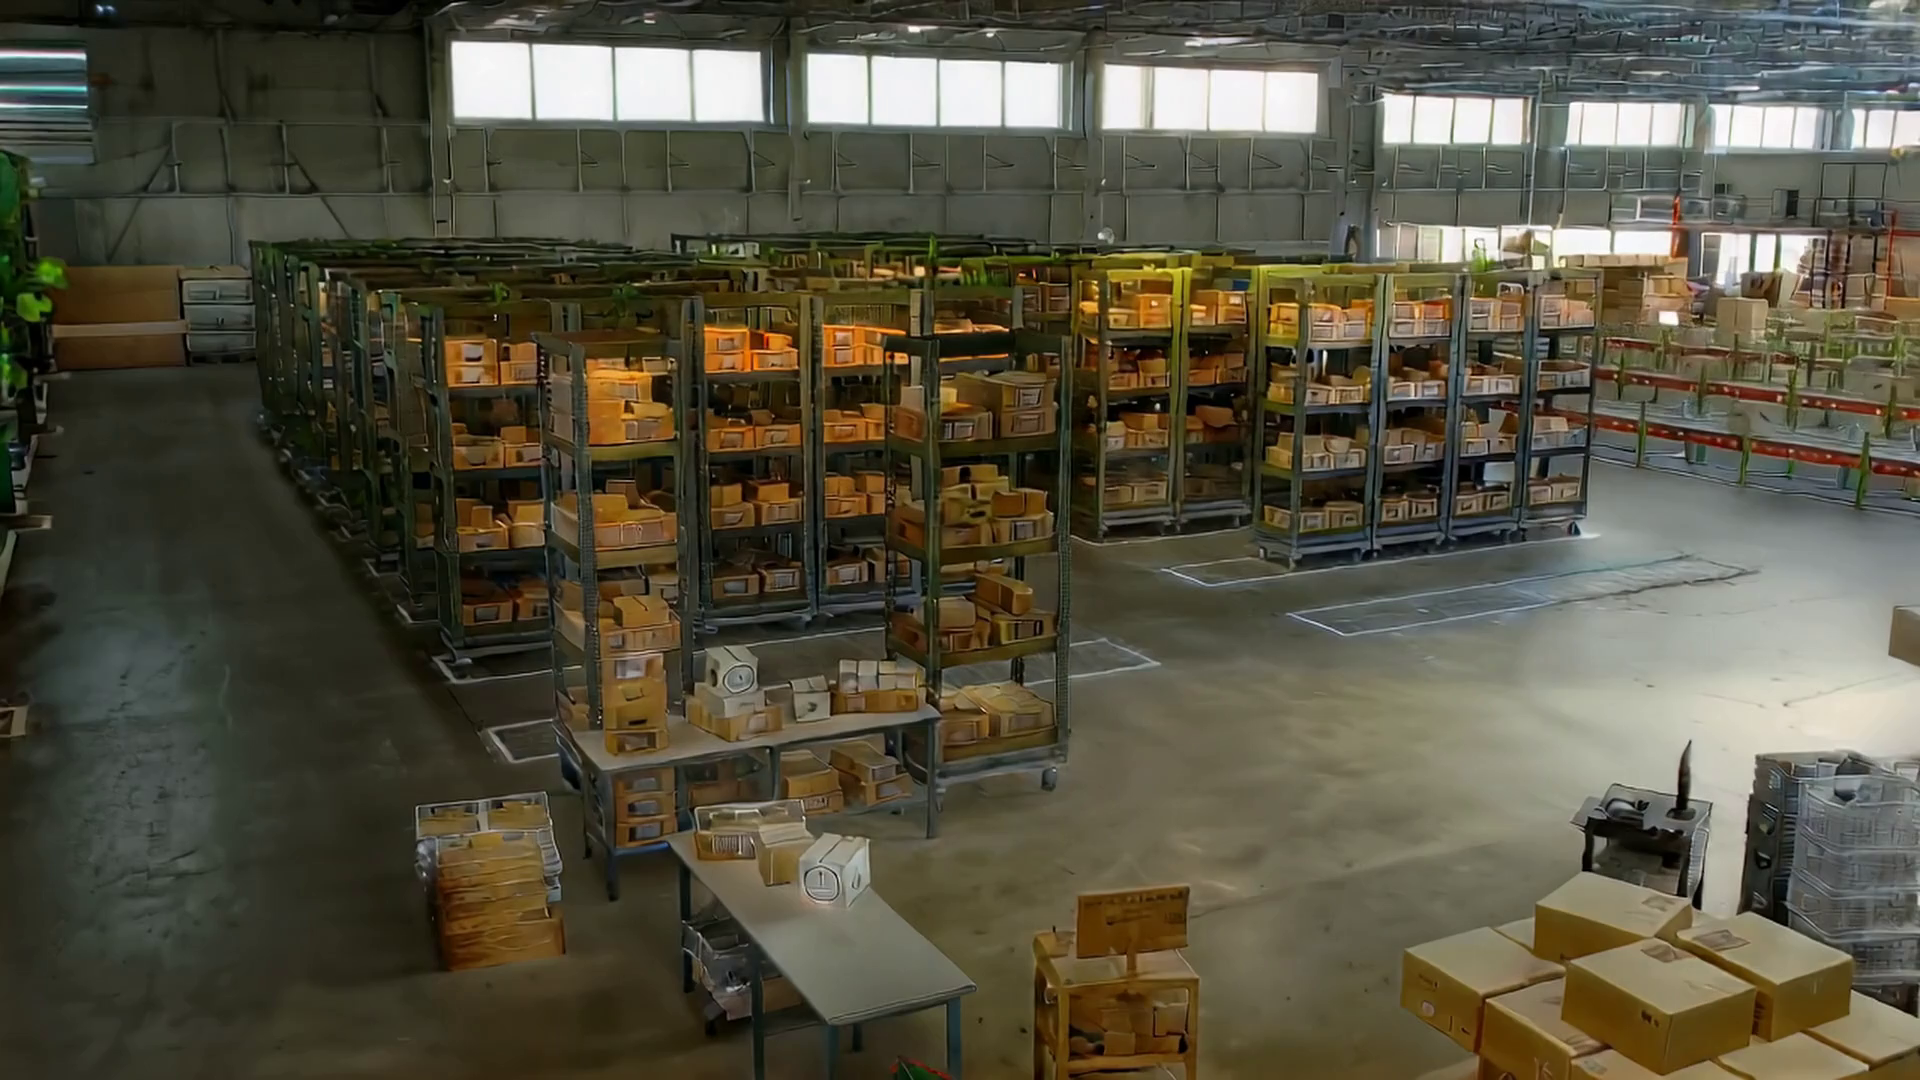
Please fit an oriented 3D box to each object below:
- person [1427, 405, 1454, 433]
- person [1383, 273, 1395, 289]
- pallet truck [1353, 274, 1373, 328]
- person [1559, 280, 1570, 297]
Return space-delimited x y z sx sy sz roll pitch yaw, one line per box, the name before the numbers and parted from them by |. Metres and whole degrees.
person | 8.177 -2.320 28.601 0.626 1.930 0.709 -1 12 -4
person | 13.684 -7.654 53.604 0.406 1.909 0.637 -8 15 -35
pallet truck | 13.011 -8.050 55.243 0.823 1.965 1.885 -7 14 -28
person | 18.504 -7.150 51.015 1.006 1.992 0.628 2 12 9
